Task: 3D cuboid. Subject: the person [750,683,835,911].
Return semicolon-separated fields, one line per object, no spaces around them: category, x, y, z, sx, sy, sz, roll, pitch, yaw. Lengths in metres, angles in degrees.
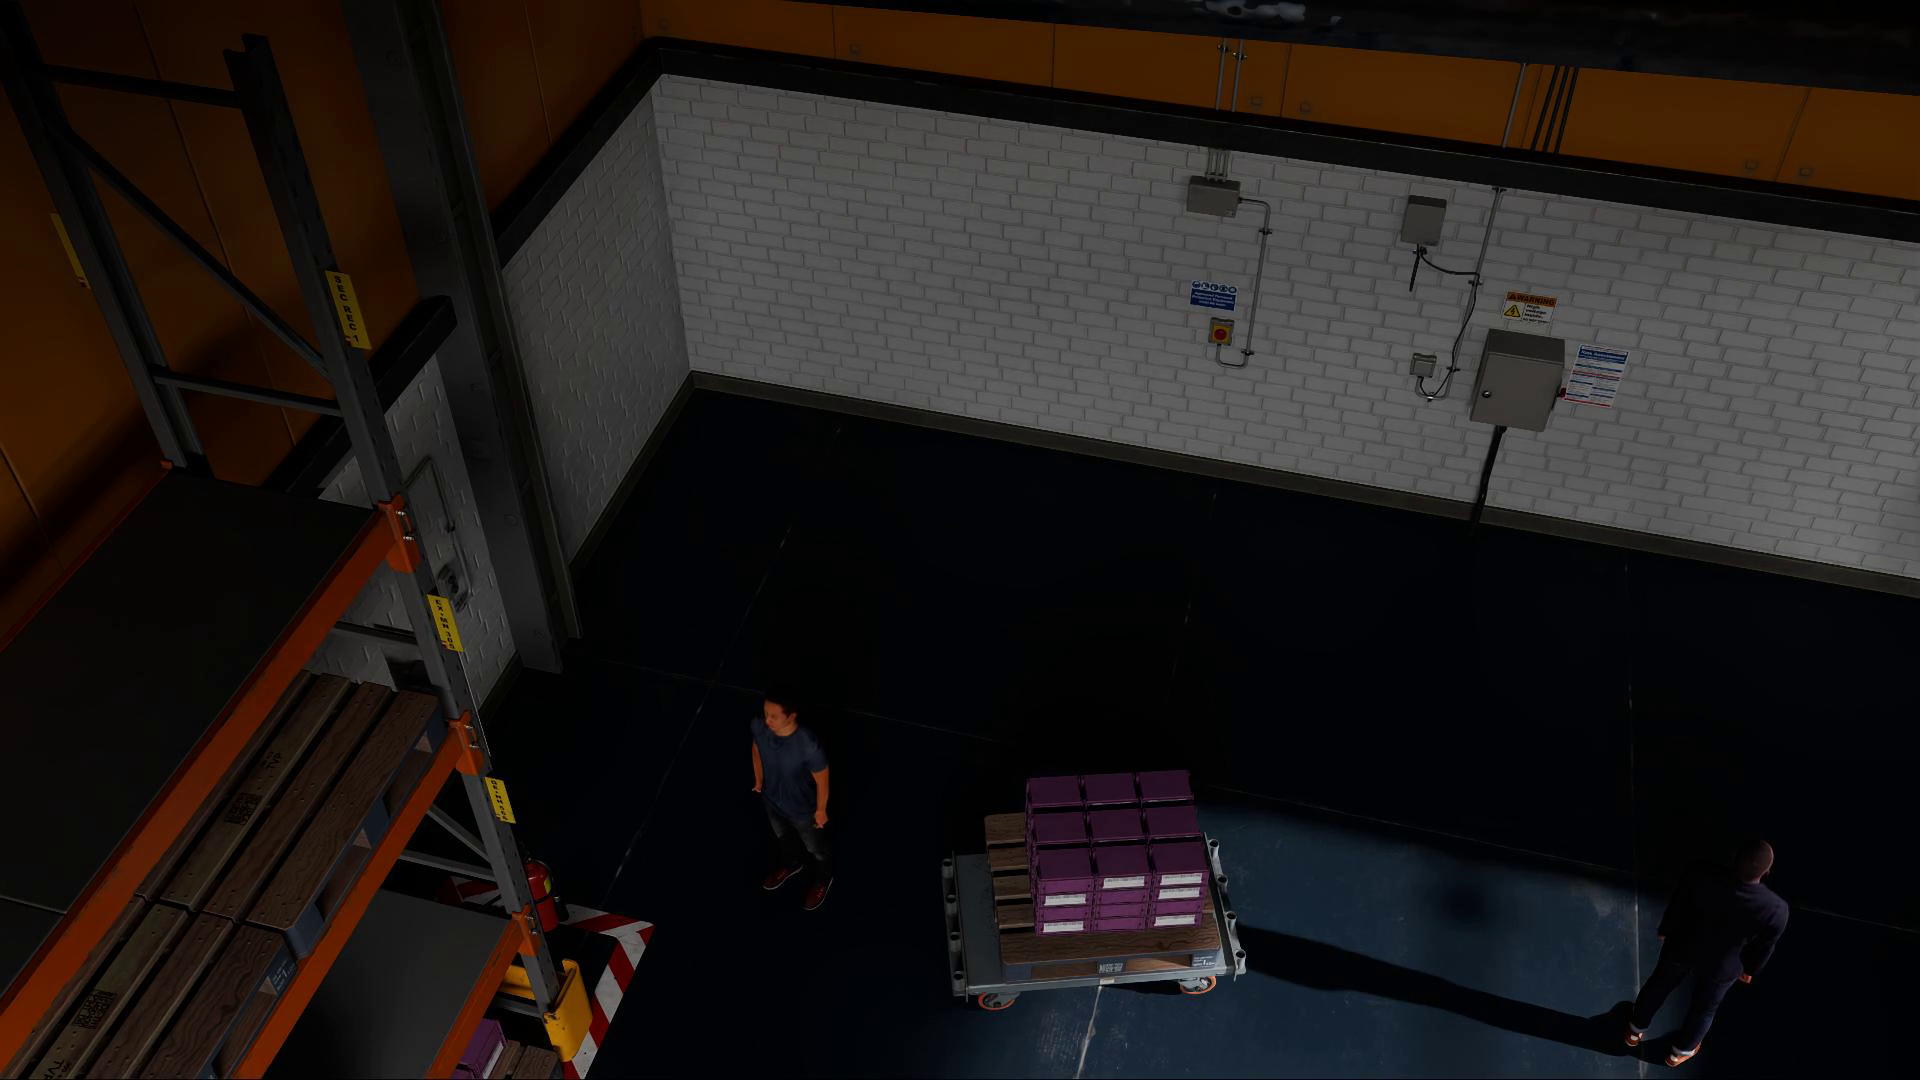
person;-0.940;1.437;9.450;0.717;1.809;0.646;24;49;23

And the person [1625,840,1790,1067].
person;3.895;2.150;8.695;0.771;1.818;0.734;26;50;25
